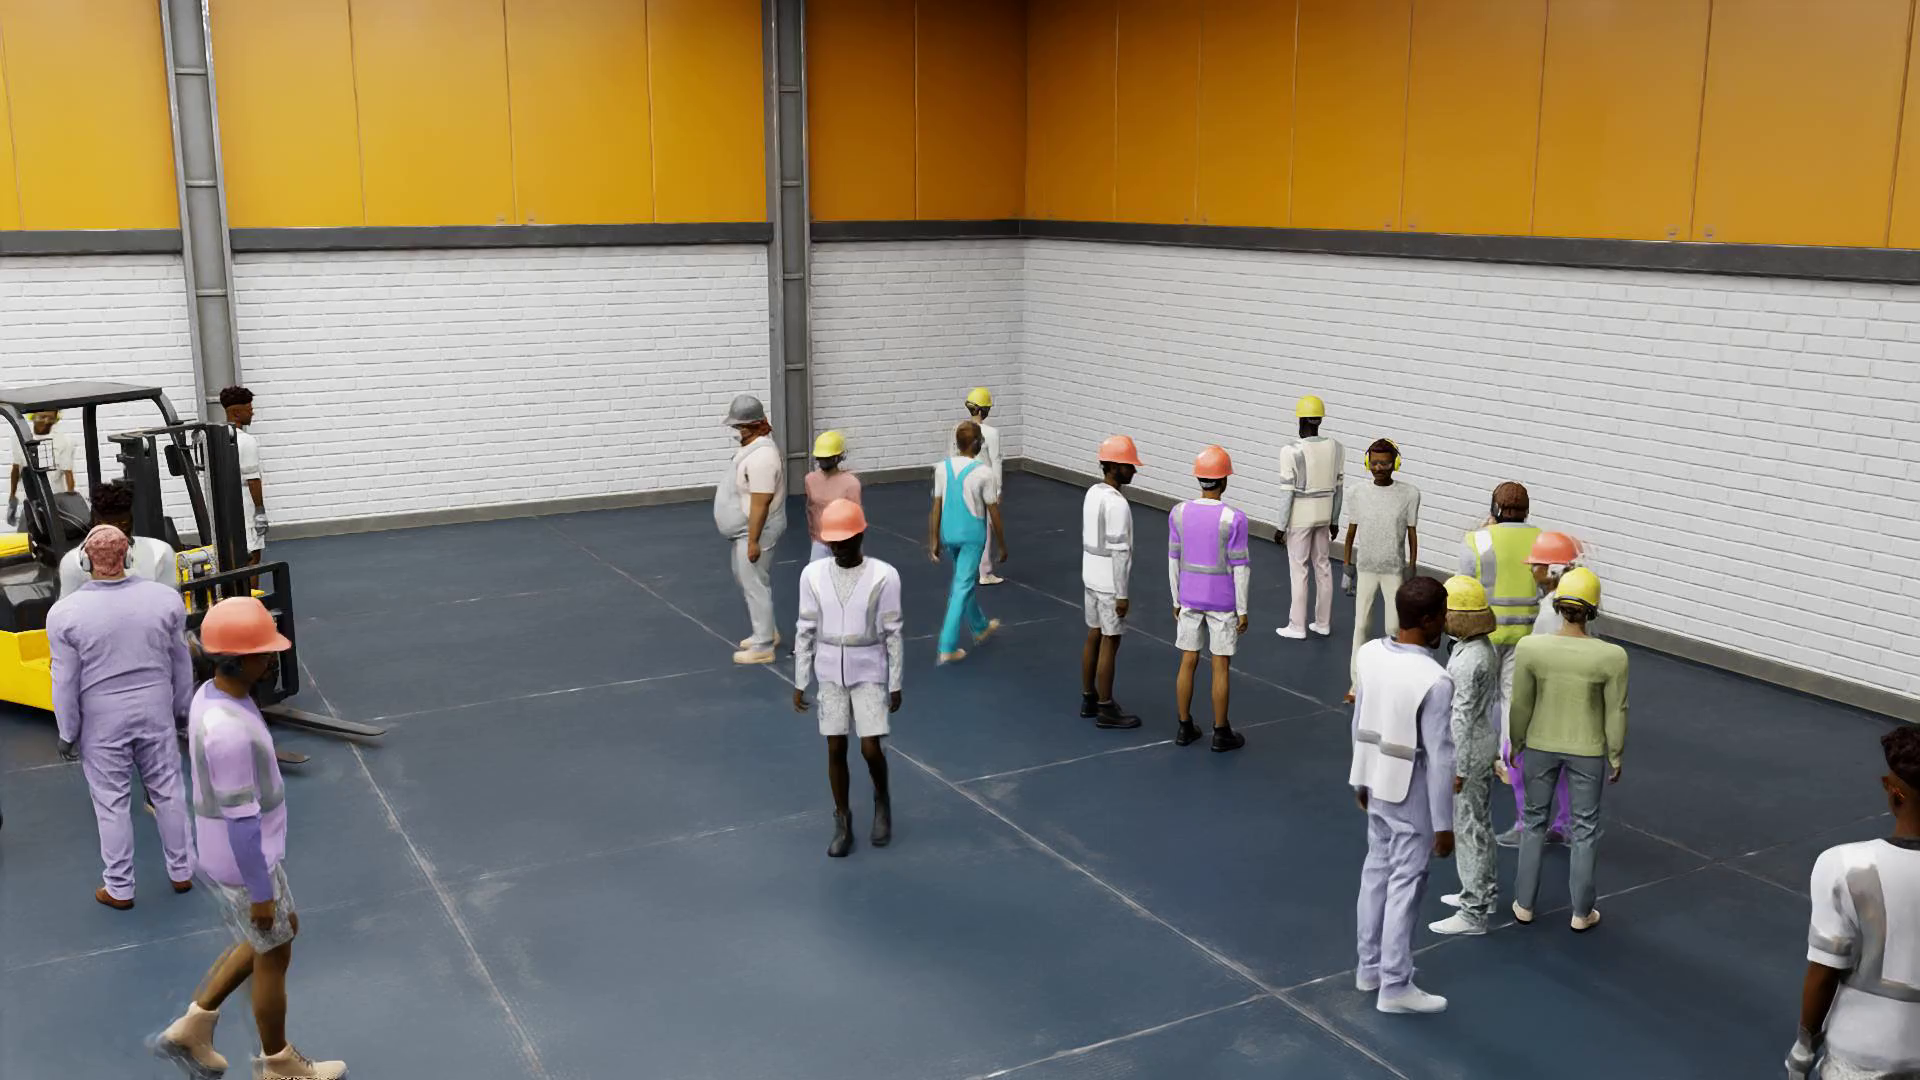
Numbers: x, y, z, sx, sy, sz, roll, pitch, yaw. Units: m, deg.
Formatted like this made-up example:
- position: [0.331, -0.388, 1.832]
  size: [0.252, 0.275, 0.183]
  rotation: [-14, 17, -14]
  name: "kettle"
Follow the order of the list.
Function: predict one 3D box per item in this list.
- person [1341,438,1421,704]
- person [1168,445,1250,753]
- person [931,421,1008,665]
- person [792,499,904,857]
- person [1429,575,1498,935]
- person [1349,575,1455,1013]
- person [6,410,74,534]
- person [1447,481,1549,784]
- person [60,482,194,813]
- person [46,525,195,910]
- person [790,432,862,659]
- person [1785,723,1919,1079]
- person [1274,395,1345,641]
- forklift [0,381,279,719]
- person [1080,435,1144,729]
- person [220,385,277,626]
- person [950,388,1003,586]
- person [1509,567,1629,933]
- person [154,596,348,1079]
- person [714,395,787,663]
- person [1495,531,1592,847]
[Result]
- position: [2.863, 0.224, 11.347]
  size: [0.511, 1.861, 0.323]
  rotation: [5, 13, 21]
  name: "person"
- position: [1.572, 0.371, 10.457]
  size: [0.545, 1.942, 0.353]
  rotation: [8, 14, 33]
  name: "person"
- position: [0.117, -0.007, 12.553]
  size: [0.524, 1.796, 0.948]
  rotation: [8, 15, 34]
  name: "person"
- position: [-0.591, 0.725, 8.831]
  size: [0.567, 1.921, 0.407]
  rotation: [3, 12, 13]
  name: "person"
- position: [2.404, 1.017, 7.943]
  size: [0.383, 1.732, 0.496]
  rotation: [5, 13, 24]
  name: "person"
- position: [1.900, 1.091, 7.154]
  size: [0.390, 1.916, 0.602]
  rotation: [-4, 13, -20]
  name: "person"
- position: [-7.564, -0.272, 13.706]
  size: [0.578, 1.846, 0.441]
  rotation: [-1, 12, -3]
  name: "person"
- position: [3.199, 0.559, 9.853]
  size: [0.630, 1.831, 0.429]
  rotation: [-1, 12, -6]
  name: "person"
- position: [-4.613, 0.627, 9.237]
  size: [0.633, 1.942, 0.466]
  rotation: [-12, 17, -44]
  name: "person"
- position: [-4.129, 0.867, 8.218]
  size: [0.652, 1.906, 0.403]
  rotation: [-11, 16, -42]
  name: "person"
- position: [-0.967, 0.034, 12.556]
  size: [0.534, 1.716, 0.900]
  rotation: [6, 13, 25]
  name: "person"
- position: [2.850, 1.510, 5.064]
  size: [0.613, 1.962, 0.368]
  rotation: [2, 12, 7]
  name: "person"
- position: [2.721, -0.174, 13.044]
  size: [0.594, 1.924, 0.382]
  rotation: [-6, 13, -24]
  name: "person"
- position: [-5.853, 0.085, 11.199]
  size: [2.313, 2.155, 1.214]
  rotation: [7, 14, 28]
  name: "forklift"
- position: [0.997, 0.270, 10.945]
  size: [0.376, 1.934, 0.547]
  rotation: [-4, 13, -16]
  name: "person"
- position: [-5.779, -0.263, 13.373]
  size: [0.614, 1.962, 0.362]
  rotation: [8, 14, 33]
  name: "person"
- position: [0.158, -0.478, 14.849]
  size: [0.531, 1.767, 0.328]
  rotation: [8, 15, 34]
  name: "person"
- position: [2.888, 0.998, 7.933]
  size: [0.533, 1.768, 0.310]
  rotation: [5, 13, 24]
  name: "person"
- position: [-2.756, 1.202, 6.351]
  size: [0.563, 2.031, 0.640]
  rotation: [-6, 13, -25]
  name: "person"
- position: [-1.568, -0.103, 12.444]
  size: [0.539, 2.000, 0.691]
  rotation: [-2, 12, -9]
  name: "person"
- position: [3.128, 0.804, 8.910]
  size: [0.550, 1.731, 0.568]
  rotation: [8, 14, 33]
  name: "person"
